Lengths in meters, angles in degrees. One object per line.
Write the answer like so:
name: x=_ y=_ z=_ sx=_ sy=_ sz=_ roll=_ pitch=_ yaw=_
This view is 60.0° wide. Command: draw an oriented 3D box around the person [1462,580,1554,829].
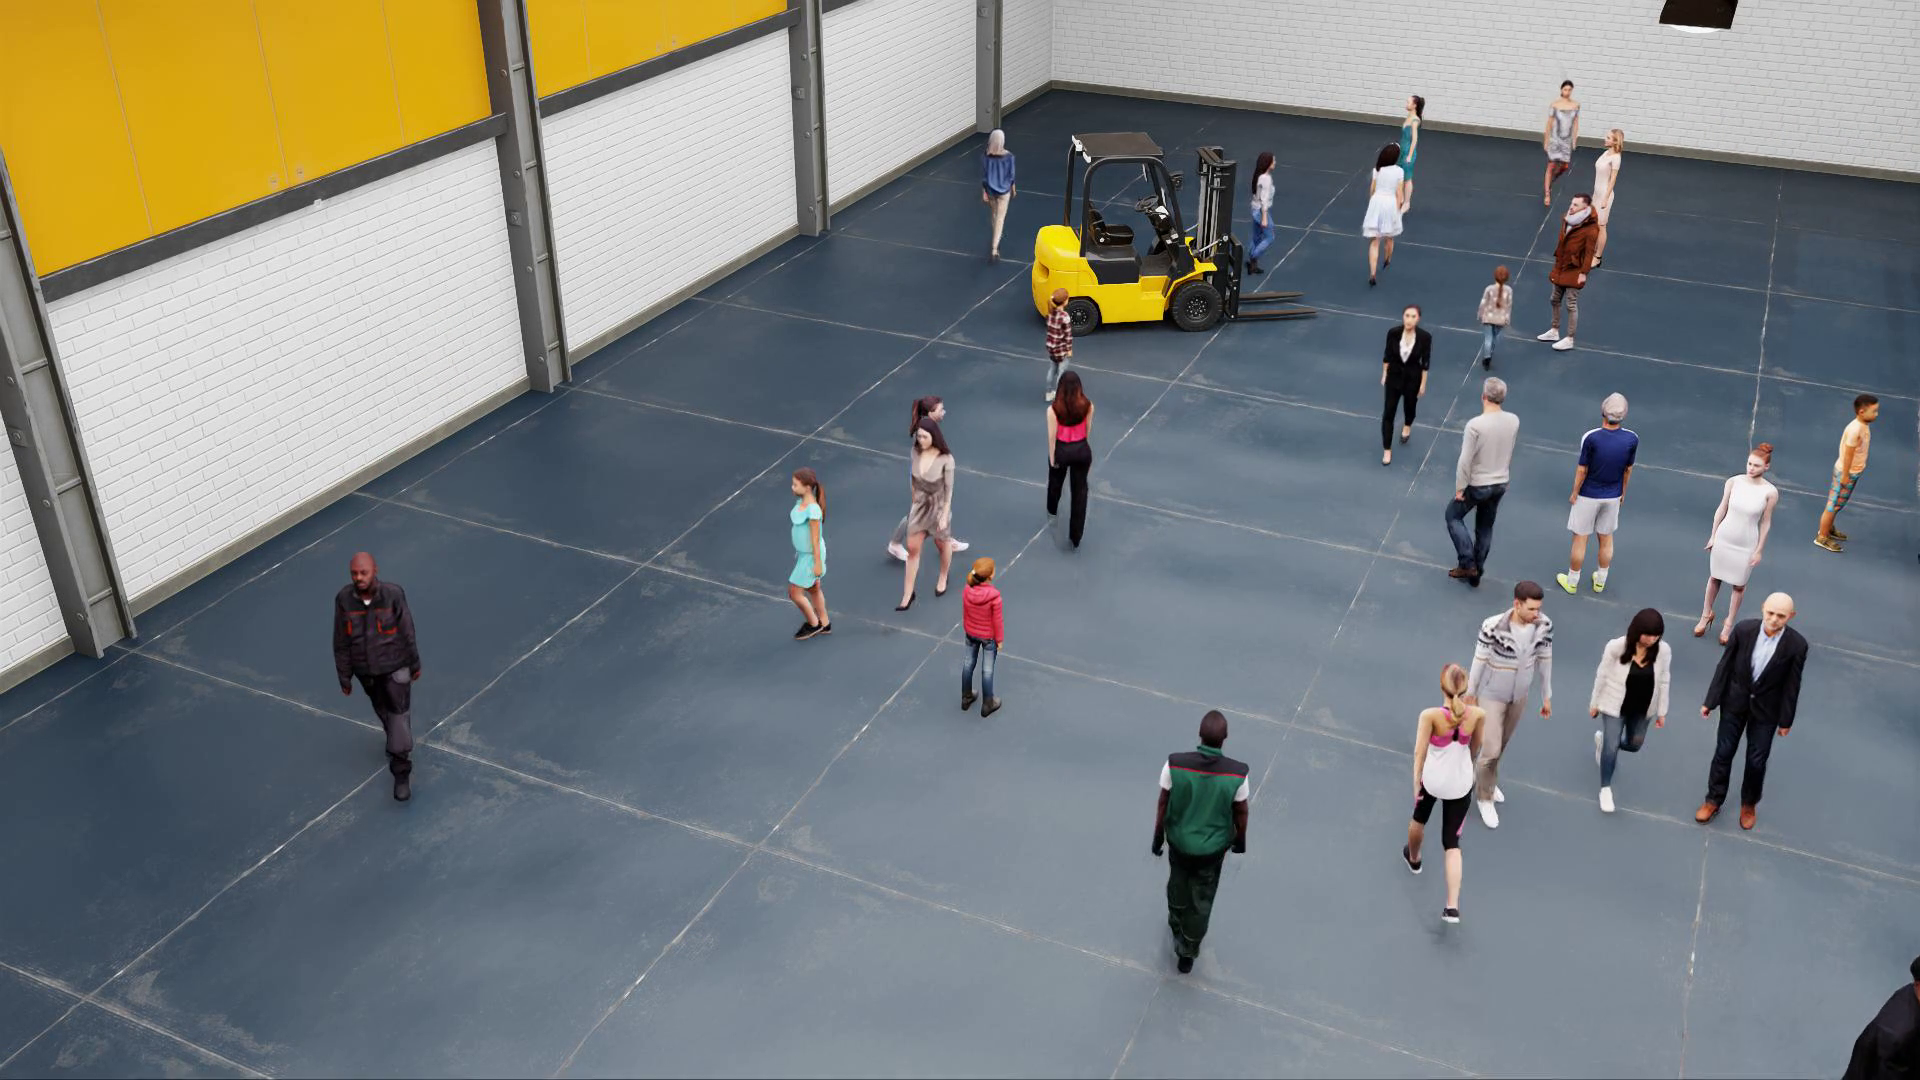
person: x=3.755 y=1.019 z=11.636 sx=0.948 sy=1.843 sz=1.016 roll=-8 pitch=30 yaw=-15

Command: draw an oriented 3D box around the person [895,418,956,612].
person: x=-0.199 y=-0.263 z=14.117 sx=0.593 sy=1.717 sz=0.930 roll=13 pitch=31 yaw=23

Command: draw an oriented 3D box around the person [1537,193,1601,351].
person: x=7.070 y=-3.121 z=19.233 sx=0.890 sy=1.836 sz=0.837 roll=-12 pitch=31 yaw=-21

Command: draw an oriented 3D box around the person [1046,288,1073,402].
person: x=1.059 y=-2.085 z=17.890 sx=0.645 sy=1.304 sz=0.610 roll=-17 pitch=33 yaw=-29

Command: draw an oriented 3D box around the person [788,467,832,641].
person: x=-1.153 y=0.114 z=13.603 sx=0.741 sy=1.548 sz=0.675 roll=-7 pitch=29 yaw=-13

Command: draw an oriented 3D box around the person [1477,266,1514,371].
person: x=6.034 y=-2.489 z=18.765 sx=0.631 sy=1.175 sz=0.809 roll=4 pitch=29 yaw=7

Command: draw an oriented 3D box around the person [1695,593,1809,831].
person: x=5.469 y=1.128 z=11.485 sx=0.779 sy=1.797 sz=0.741 roll=21 pitch=35 yaw=33

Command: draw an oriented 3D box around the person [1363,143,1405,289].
person: x=5.330 y=-4.068 z=21.032 sx=0.730 sy=1.775 sz=1.156 roll=9 pitch=30 yaw=16

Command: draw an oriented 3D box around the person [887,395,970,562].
person: x=-0.368 y=-0.530 z=14.756 sx=0.869 sy=1.574 sz=0.983 roll=1 pitch=29 yaw=2

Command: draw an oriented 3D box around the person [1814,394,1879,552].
person: x=8.041 y=-0.638 z=15.072 sx=0.627 sy=1.461 sz=0.484 roll=20 pitch=34 yaw=32

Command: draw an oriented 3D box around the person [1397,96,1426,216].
person: x=6.386 y=-5.498 z=23.748 sx=0.689 sy=1.685 sz=0.571 roll=-2 pitch=29 yaw=-4

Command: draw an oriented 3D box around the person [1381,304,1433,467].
person: x=4.468 y=-1.599 z=16.665 sx=0.672 sy=1.624 sz=1.080 roll=9 pitch=30 yaw=16

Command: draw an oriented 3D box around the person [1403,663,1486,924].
person: x=3.124 y=1.632 z=10.607 sx=0.915 sy=1.752 sz=1.227 roll=1 pitch=29 yaw=2

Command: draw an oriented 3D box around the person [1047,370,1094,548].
person: x=1.020 y=-0.705 z=15.045 sx=0.961 sy=1.604 sz=1.167 roll=-3 pitch=29 yaw=-6

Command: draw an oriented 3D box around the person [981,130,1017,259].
person: x=0.499 y=-4.554 z=22.049 sx=0.717 sy=1.654 sz=1.187 roll=8 pitch=30 yaw=15

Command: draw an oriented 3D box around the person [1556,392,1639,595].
person: x=5.468 y=-0.391 z=14.226 sx=0.712 sy=1.838 sz=0.702 roll=-1 pitch=29 yaw=-1

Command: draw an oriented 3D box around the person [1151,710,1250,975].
person: x=1.437 y=1.878 z=10.082 sx=0.793 sy=1.823 sz=0.849 roll=7 pitch=29 yaw=13

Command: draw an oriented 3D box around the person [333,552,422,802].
person: x=-4.169 y=0.858 z=11.995 sx=1.096 sy=1.782 sz=1.307 roll=-3 pitch=29 yaw=-5

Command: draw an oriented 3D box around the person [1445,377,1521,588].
person: x=4.541 y=-0.438 z=14.262 sx=0.859 sy=1.886 sz=0.910 roll=-9 pitch=30 yaw=-16

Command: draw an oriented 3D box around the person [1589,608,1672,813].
person: x=4.683 y=1.116 z=11.689 sx=0.836 sy=1.623 sz=0.973 roll=5 pitch=29 yaw=9

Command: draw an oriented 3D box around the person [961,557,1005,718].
person: x=0.156 y=0.729 z=12.721 sx=0.526 sy=1.313 sz=0.511 roll=17 pitch=33 yaw=28

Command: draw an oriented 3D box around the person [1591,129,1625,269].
person: x=8.395 y=-4.455 z=21.684 sx=0.703 sy=1.831 sz=0.580 roll=-1 pitch=29 yaw=-1

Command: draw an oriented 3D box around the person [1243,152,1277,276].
person: x=3.795 y=-4.187 z=21.408 sx=0.785 sy=1.625 sz=0.694 roll=-3 pitch=29 yaw=-5

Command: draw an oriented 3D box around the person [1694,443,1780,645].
person: x=6.310 y=0.039 z=13.486 sx=0.629 sy=1.793 sz=0.579 roll=23 pitch=36 yaw=35

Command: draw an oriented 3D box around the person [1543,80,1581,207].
person: x=8.672 y=-5.771 z=24.119 sx=0.757 sy=1.808 sz=0.836 roll=2 pitch=29 yaw=3
